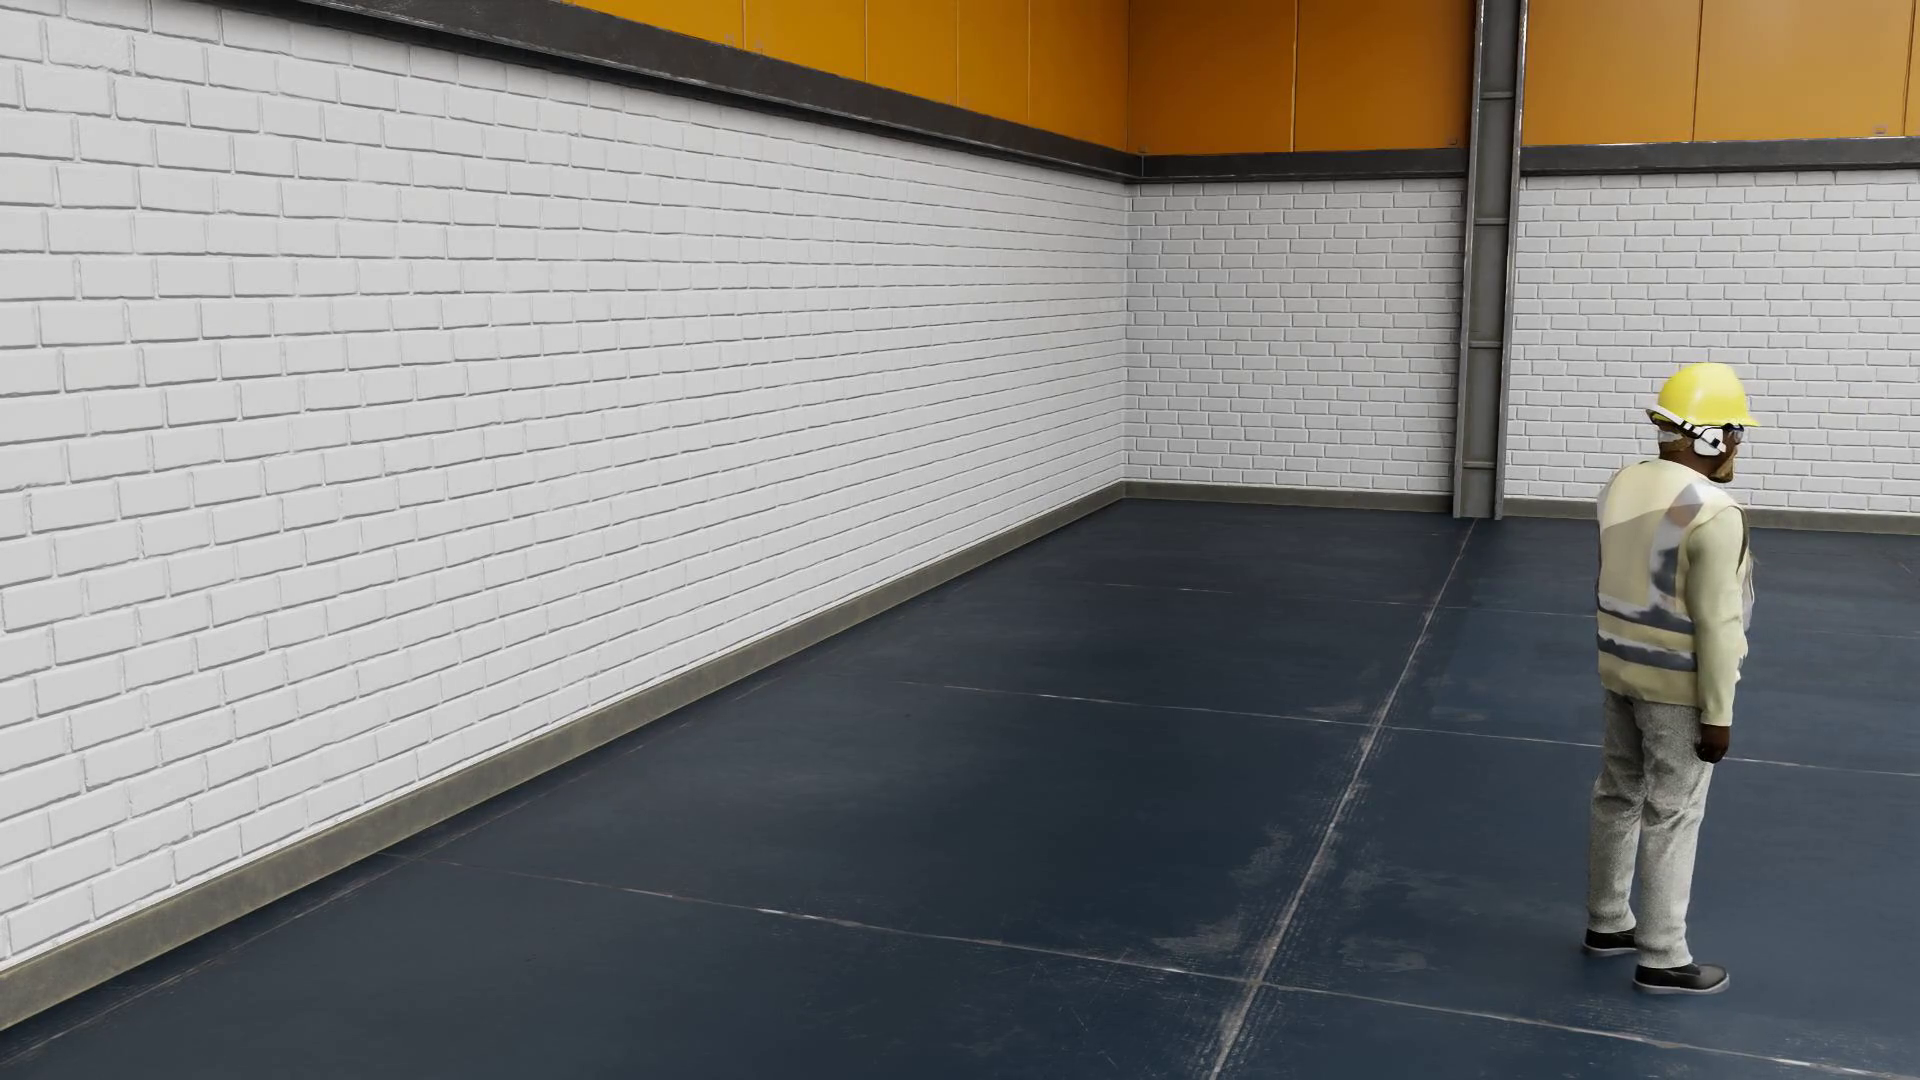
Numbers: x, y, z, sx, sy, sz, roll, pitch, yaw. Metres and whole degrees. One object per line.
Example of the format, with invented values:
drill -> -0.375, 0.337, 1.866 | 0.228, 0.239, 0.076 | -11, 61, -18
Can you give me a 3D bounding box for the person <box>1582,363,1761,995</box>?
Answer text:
person -> 2.066, 0.402, 4.829 | 0.403, 1.824, 0.594 | -2, 9, -11
